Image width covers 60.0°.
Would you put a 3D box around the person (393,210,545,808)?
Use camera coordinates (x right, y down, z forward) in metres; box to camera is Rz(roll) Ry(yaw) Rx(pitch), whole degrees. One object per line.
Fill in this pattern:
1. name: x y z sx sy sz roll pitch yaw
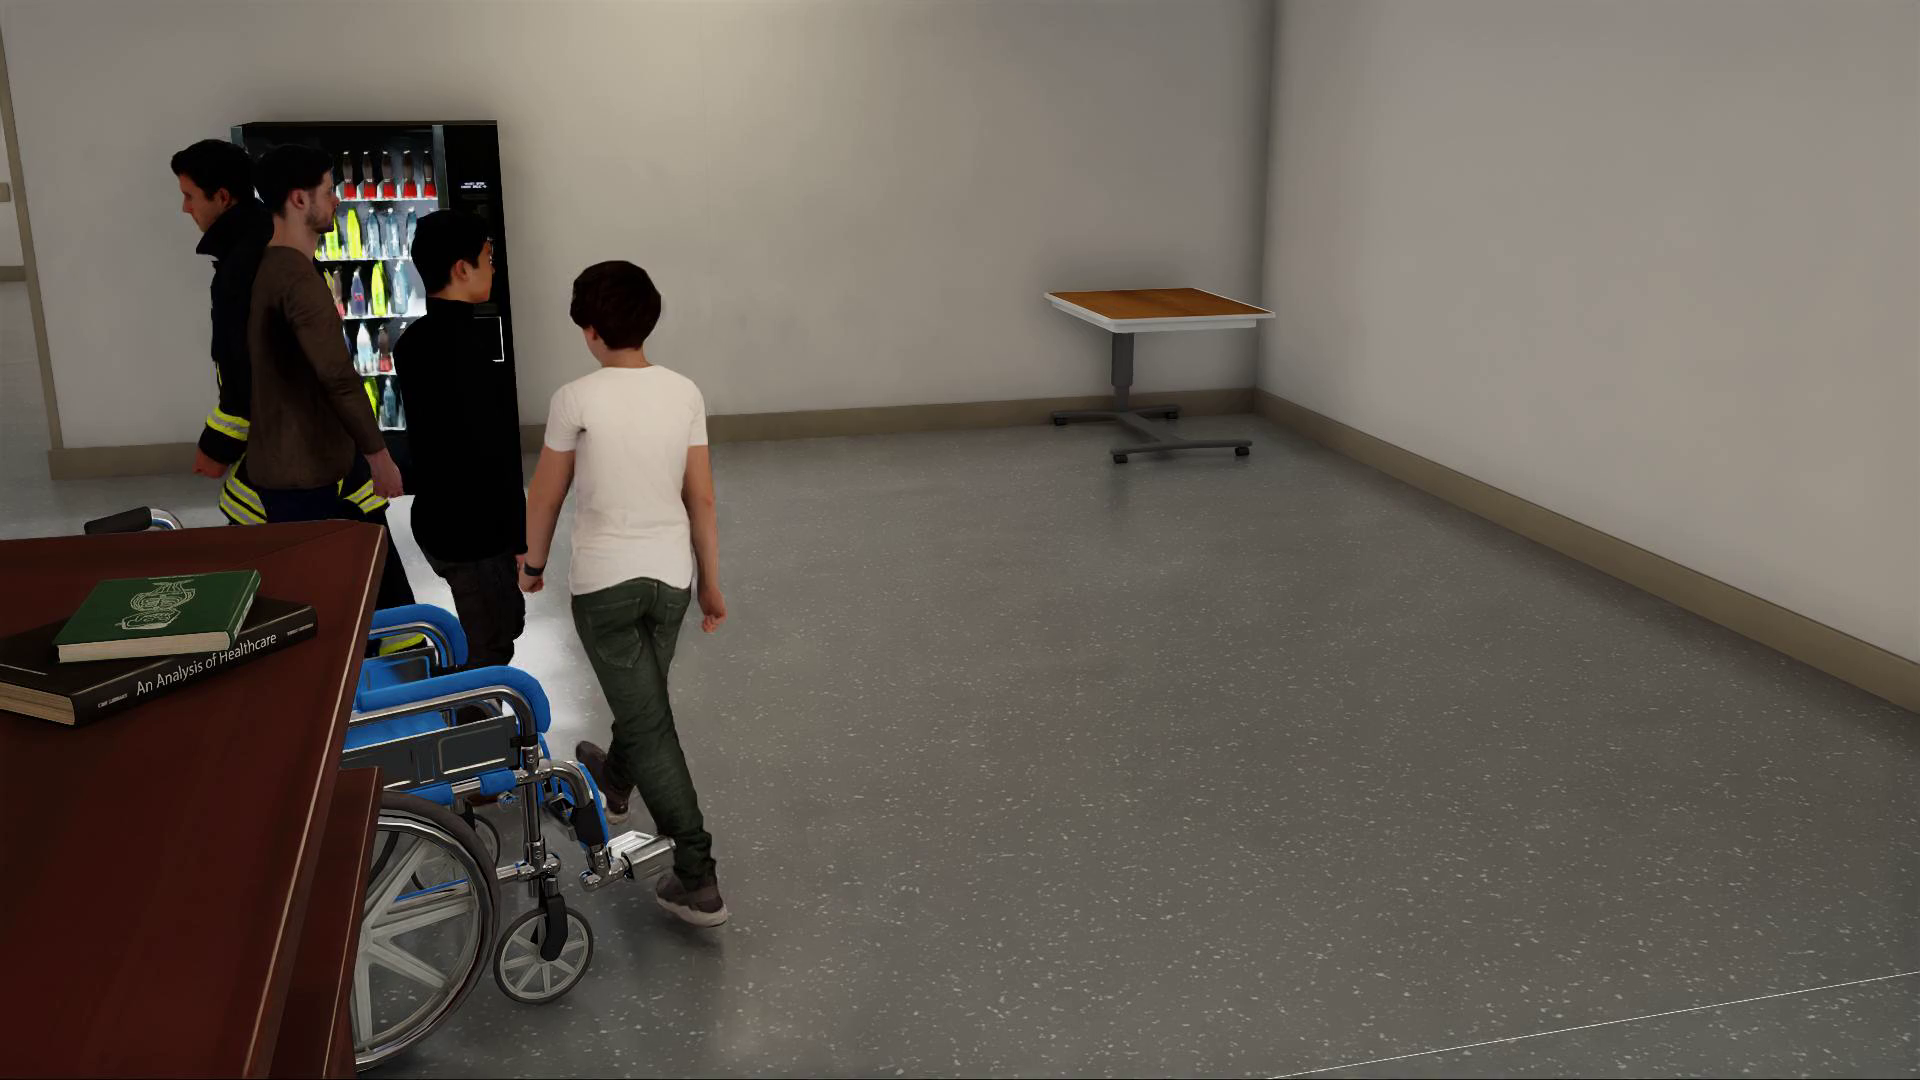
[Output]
1. person: -1.439 -0.047 4.668 0.678 1.716 0.719 -9 18 -29

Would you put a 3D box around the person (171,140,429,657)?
1. person: -1.987 -0.266 5.161 0.936 1.870 0.902 2 16 6

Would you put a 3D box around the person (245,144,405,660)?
1. person: -2.064 -0.217 4.997 0.925 1.864 0.759 -8 18 -26

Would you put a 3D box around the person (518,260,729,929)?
1. person: -0.771 0.178 4.078 1.141 1.604 0.960 -12 20 -37
